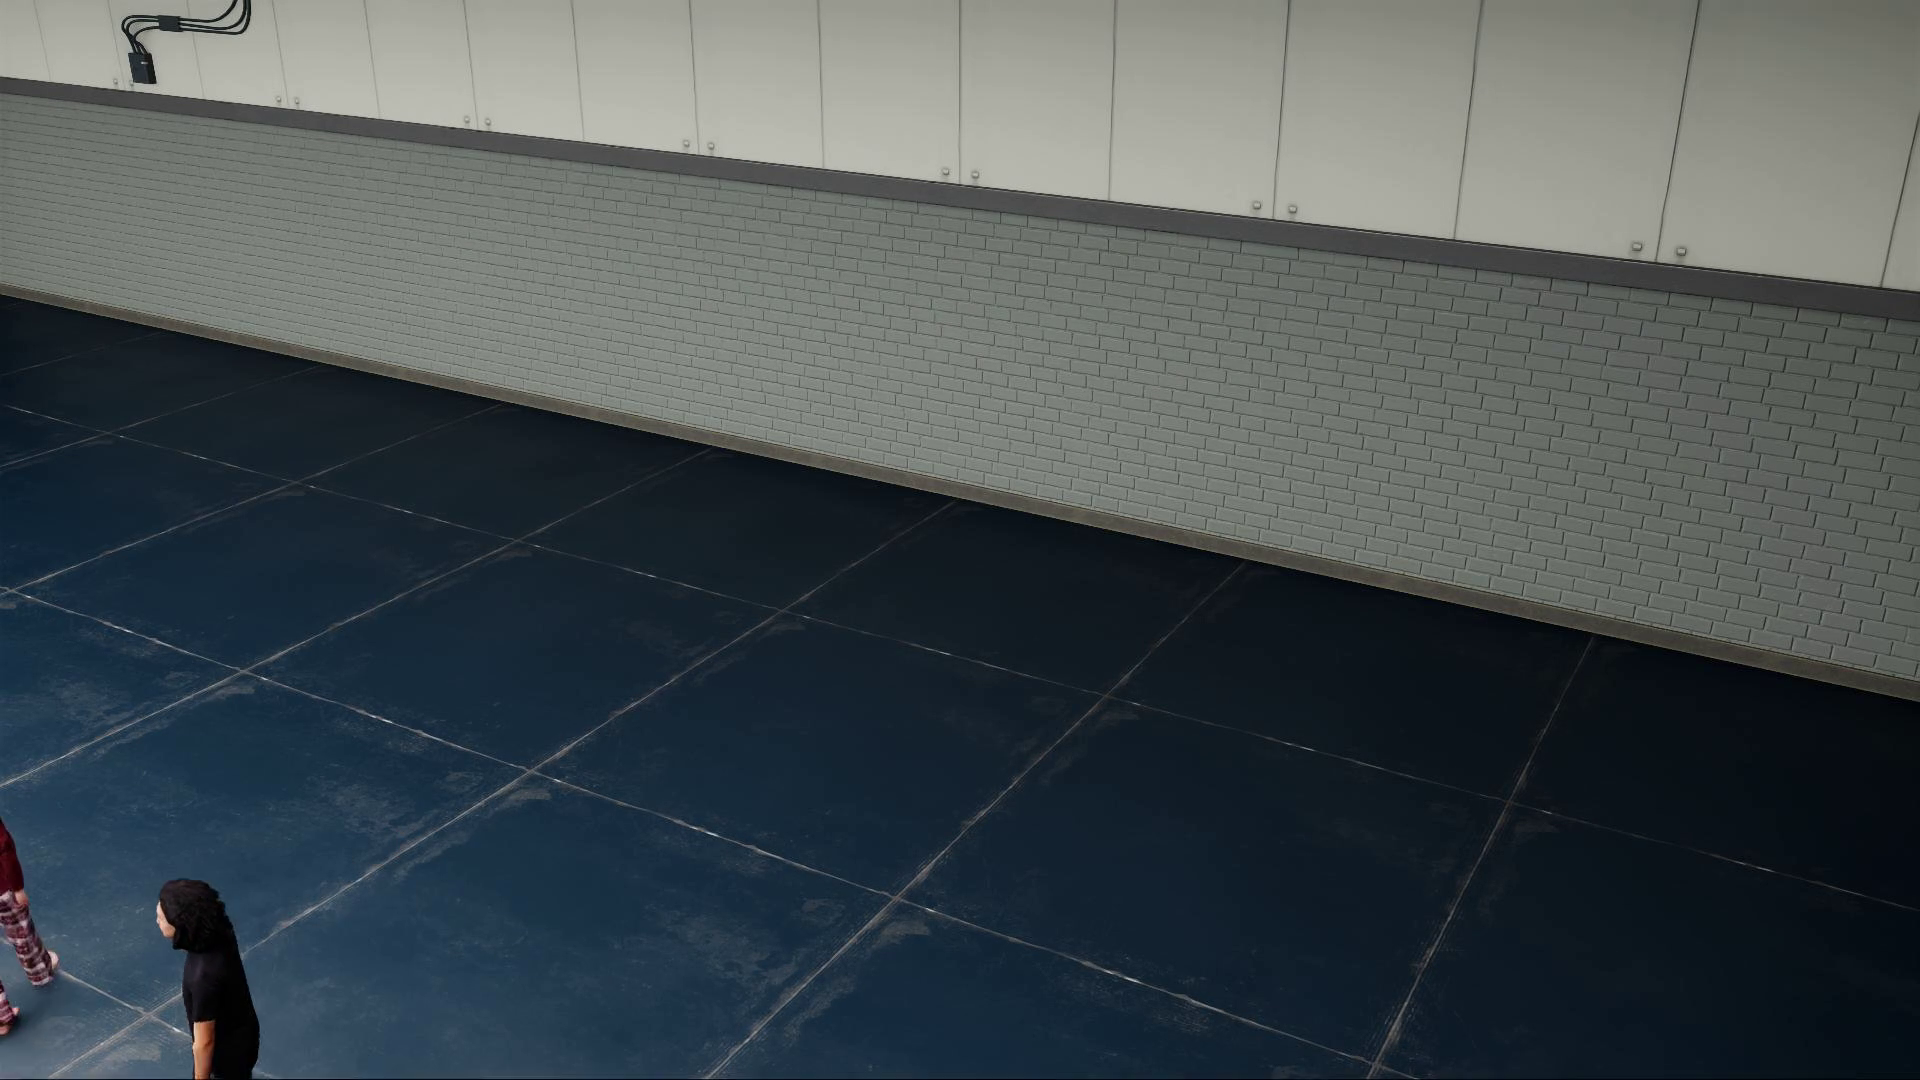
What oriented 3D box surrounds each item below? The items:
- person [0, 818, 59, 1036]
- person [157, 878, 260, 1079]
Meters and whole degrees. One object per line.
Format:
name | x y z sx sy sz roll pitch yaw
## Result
person | -5.216 1.872 8.801 0.939 1.686 1.015 -4 23 -9
person | -3.275 2.300 7.617 0.825 1.826 0.775 -7 24 -16
